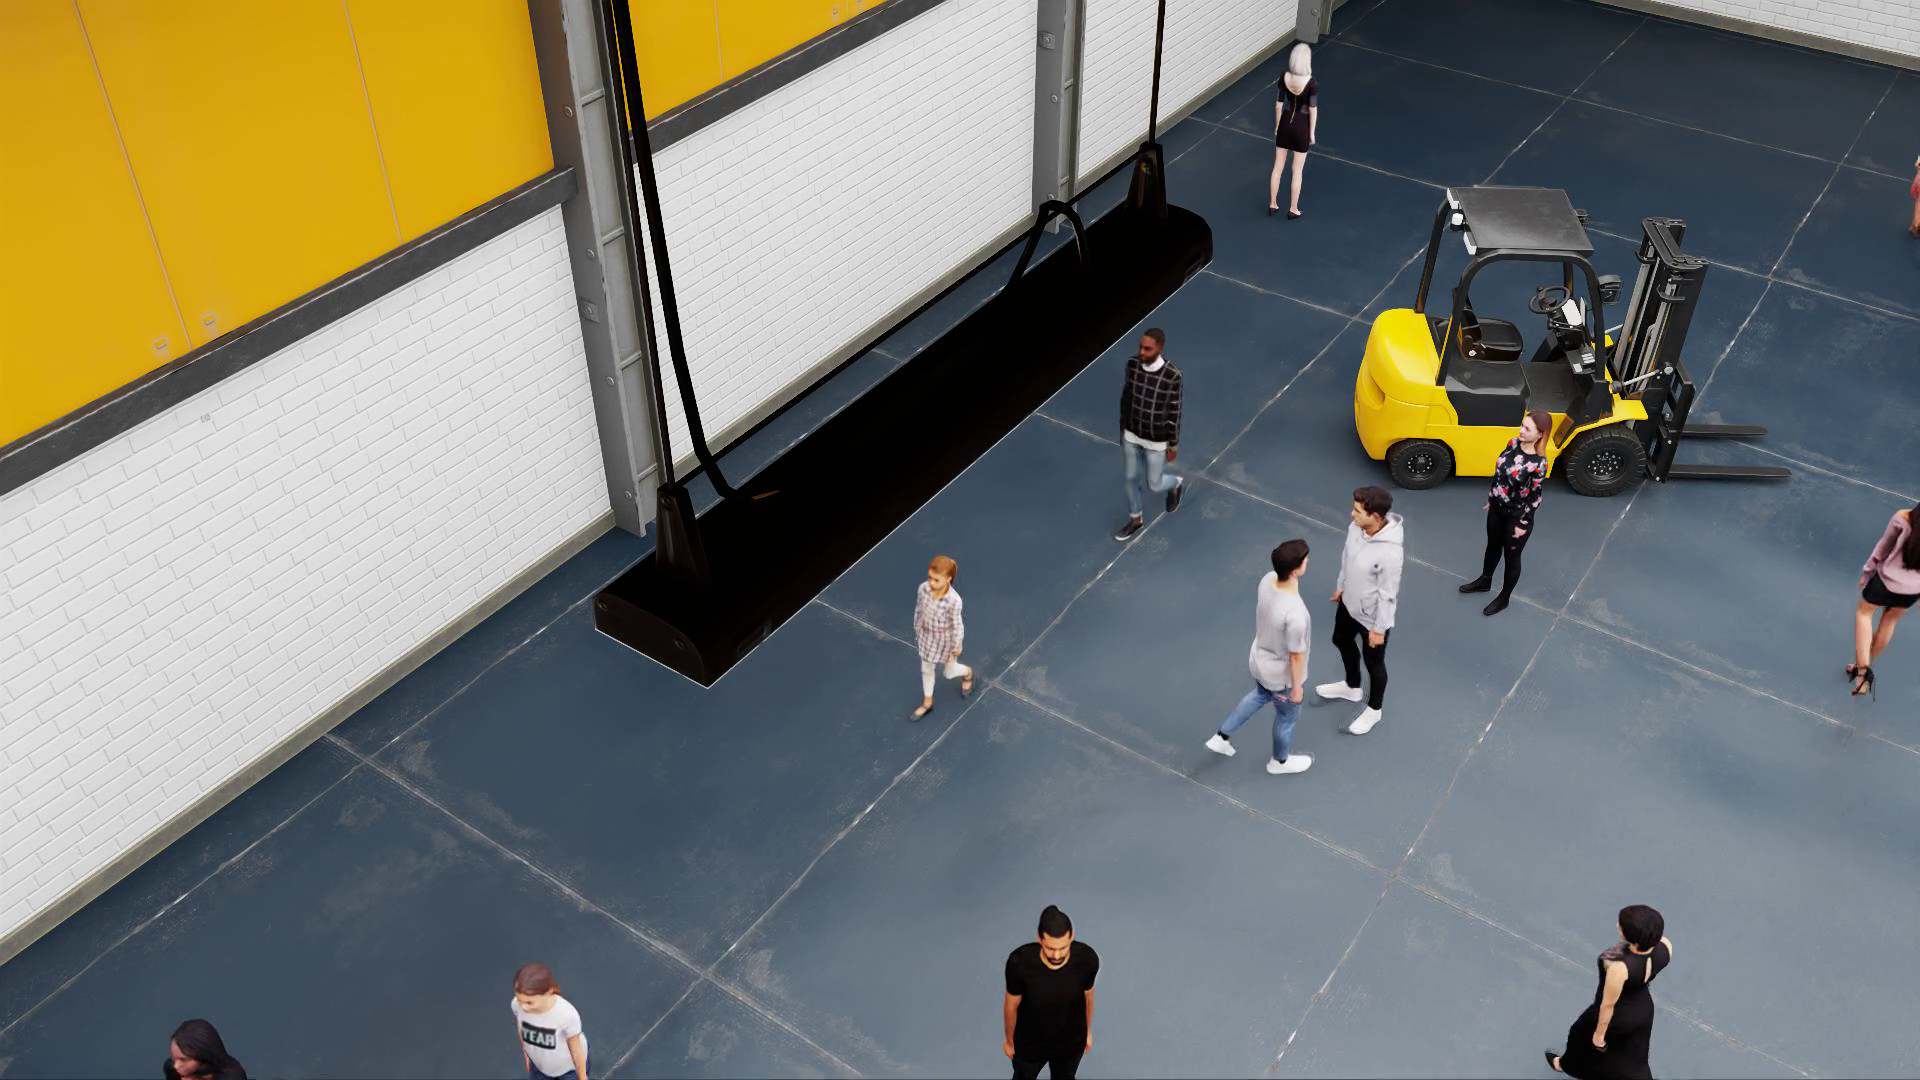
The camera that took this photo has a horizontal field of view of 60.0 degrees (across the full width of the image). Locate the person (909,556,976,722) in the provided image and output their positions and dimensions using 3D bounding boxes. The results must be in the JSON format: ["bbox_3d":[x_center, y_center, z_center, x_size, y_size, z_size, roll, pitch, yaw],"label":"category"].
[{"bbox_3d":[-0.104,0.612,11.084,0.571,1.299,0.794,27,46,30],"label":"person"}]

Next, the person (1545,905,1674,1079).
[{"bbox_3d":[3.437,2.496,8.510,1.034,1.569,0.947,-14,41,-16],"label":"person"}]

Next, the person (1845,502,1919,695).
[{"bbox_3d":[6.212,0.354,11.007,0.760,1.799,0.878,12,40,15],"label":"person"}]

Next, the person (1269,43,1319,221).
[{"bbox_3d":[3.310,-4.051,16.499,0.583,1.828,0.506,22,43,25],"label":"person"}]

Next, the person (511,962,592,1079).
[{"bbox_3d":[-1.994,2.575,8.424,0.655,1.551,0.707,12,40,14],"label":"person"}]

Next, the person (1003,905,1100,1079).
[{"bbox_3d":[0.445,2.471,8.389,0.725,1.758,0.785,-6,39,-8],"label":"person"}]

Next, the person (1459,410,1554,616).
[{"bbox_3d":[3.928,-0.215,11.812,0.668,1.683,0.647,-14,41,-17],"label":"person"}]

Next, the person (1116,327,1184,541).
[{"bbox_3d":[1.468,-0.837,12.489,0.697,1.810,0.898,27,46,30],"label":"person"}]

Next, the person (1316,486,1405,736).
[{"bbox_3d":[2.673,0.422,10.831,0.839,1.913,0.822,-21,43,-24],"label":"person"}]

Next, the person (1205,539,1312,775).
[{"bbox_3d":[1.941,0.767,10.426,1.065,1.879,0.977,-11,40,-13],"label":"person"}]

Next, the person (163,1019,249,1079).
[{"bbox_3d":[-3.428,2.813,8.030,0.696,1.672,1.162,19,42,22],"label":"person"}]
